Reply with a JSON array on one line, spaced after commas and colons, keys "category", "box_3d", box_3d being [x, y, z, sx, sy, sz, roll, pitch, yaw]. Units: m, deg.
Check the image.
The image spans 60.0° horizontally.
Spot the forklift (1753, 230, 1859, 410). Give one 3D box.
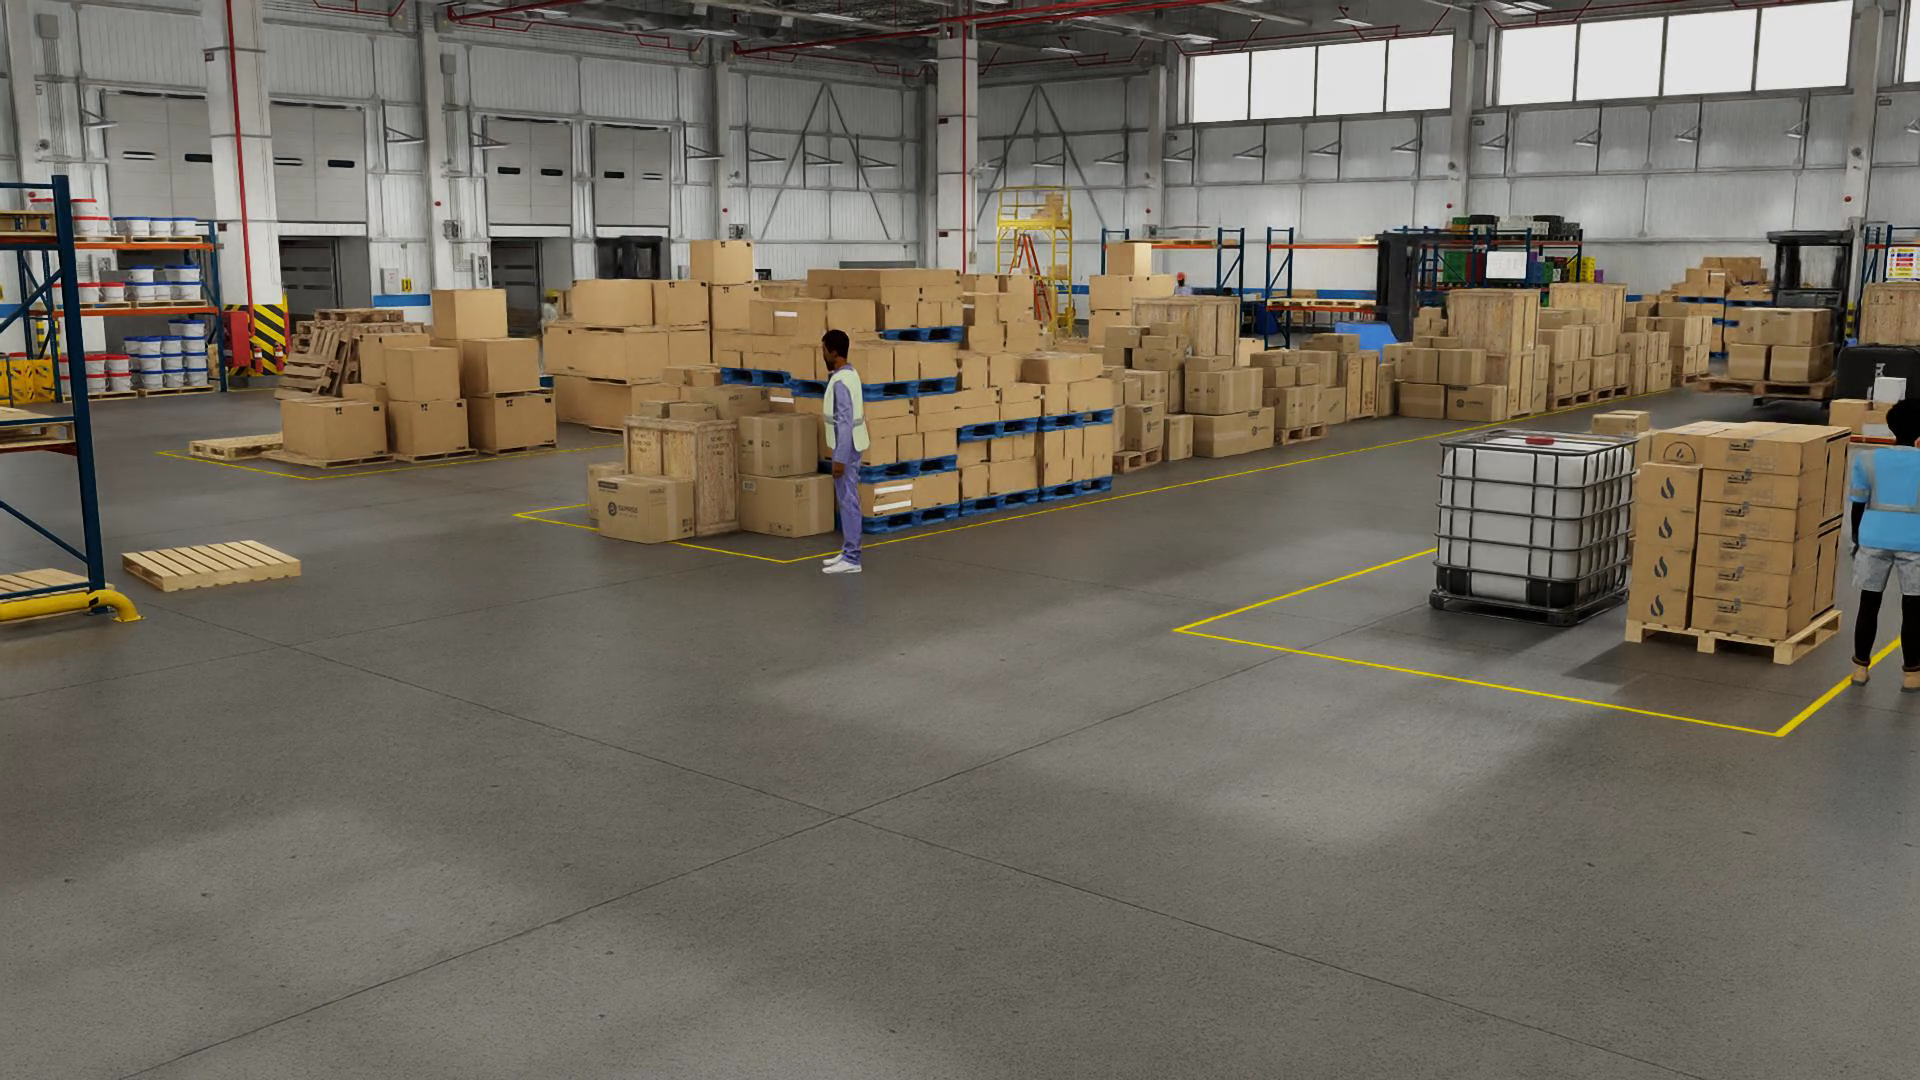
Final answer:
[{"category": "forklift", "box_3d": [13.669, -3.554, 26.626, 1.129, 2.768, 1.873, 8, 13, 39]}]

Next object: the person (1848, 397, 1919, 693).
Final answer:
[{"category": "person", "box_3d": [5.399, 0.030, 9.584, 0.529, 1.697, 0.321, 8, 13, 40]}]

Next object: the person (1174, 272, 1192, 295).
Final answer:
[{"category": "person", "box_3d": [5.738, -5.964, 43.111, 0.565, 1.915, 0.624, 7, 12, 35]}]

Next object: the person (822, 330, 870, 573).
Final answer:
[{"category": "person", "box_3d": [-0.907, -0.694, 13.094, 0.394, 1.915, 0.587, 0, 10, 0]}]

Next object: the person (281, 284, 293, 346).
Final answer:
[{"category": "person", "box_3d": [-14.266, -4.495, 35.069, 1.022, 1.787, 0.540, -2, 10, -13]}]

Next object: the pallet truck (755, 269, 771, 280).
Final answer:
[{"category": "pallet truck", "box_3d": [-4.996, -6.432, 45.525, 1.885, 1.965, 0.823, -6, 12, -32]}]

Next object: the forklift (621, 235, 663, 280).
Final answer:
[{"category": "forklift", "box_3d": [-7.072, -5.416, 37.229, 1.873, 2.768, 1.129, 8, 13, 40]}]

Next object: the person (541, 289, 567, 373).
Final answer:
[{"category": "person", "box_3d": [-8.207, -4.244, 33.869, 0.849, 1.701, 0.508, 1, 10, 7]}]

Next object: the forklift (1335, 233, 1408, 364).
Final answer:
[{"category": "forklift", "box_3d": [8.384, -4.593, 32.542, 1.873, 2.768, 1.129, -1, 10, -4]}]
